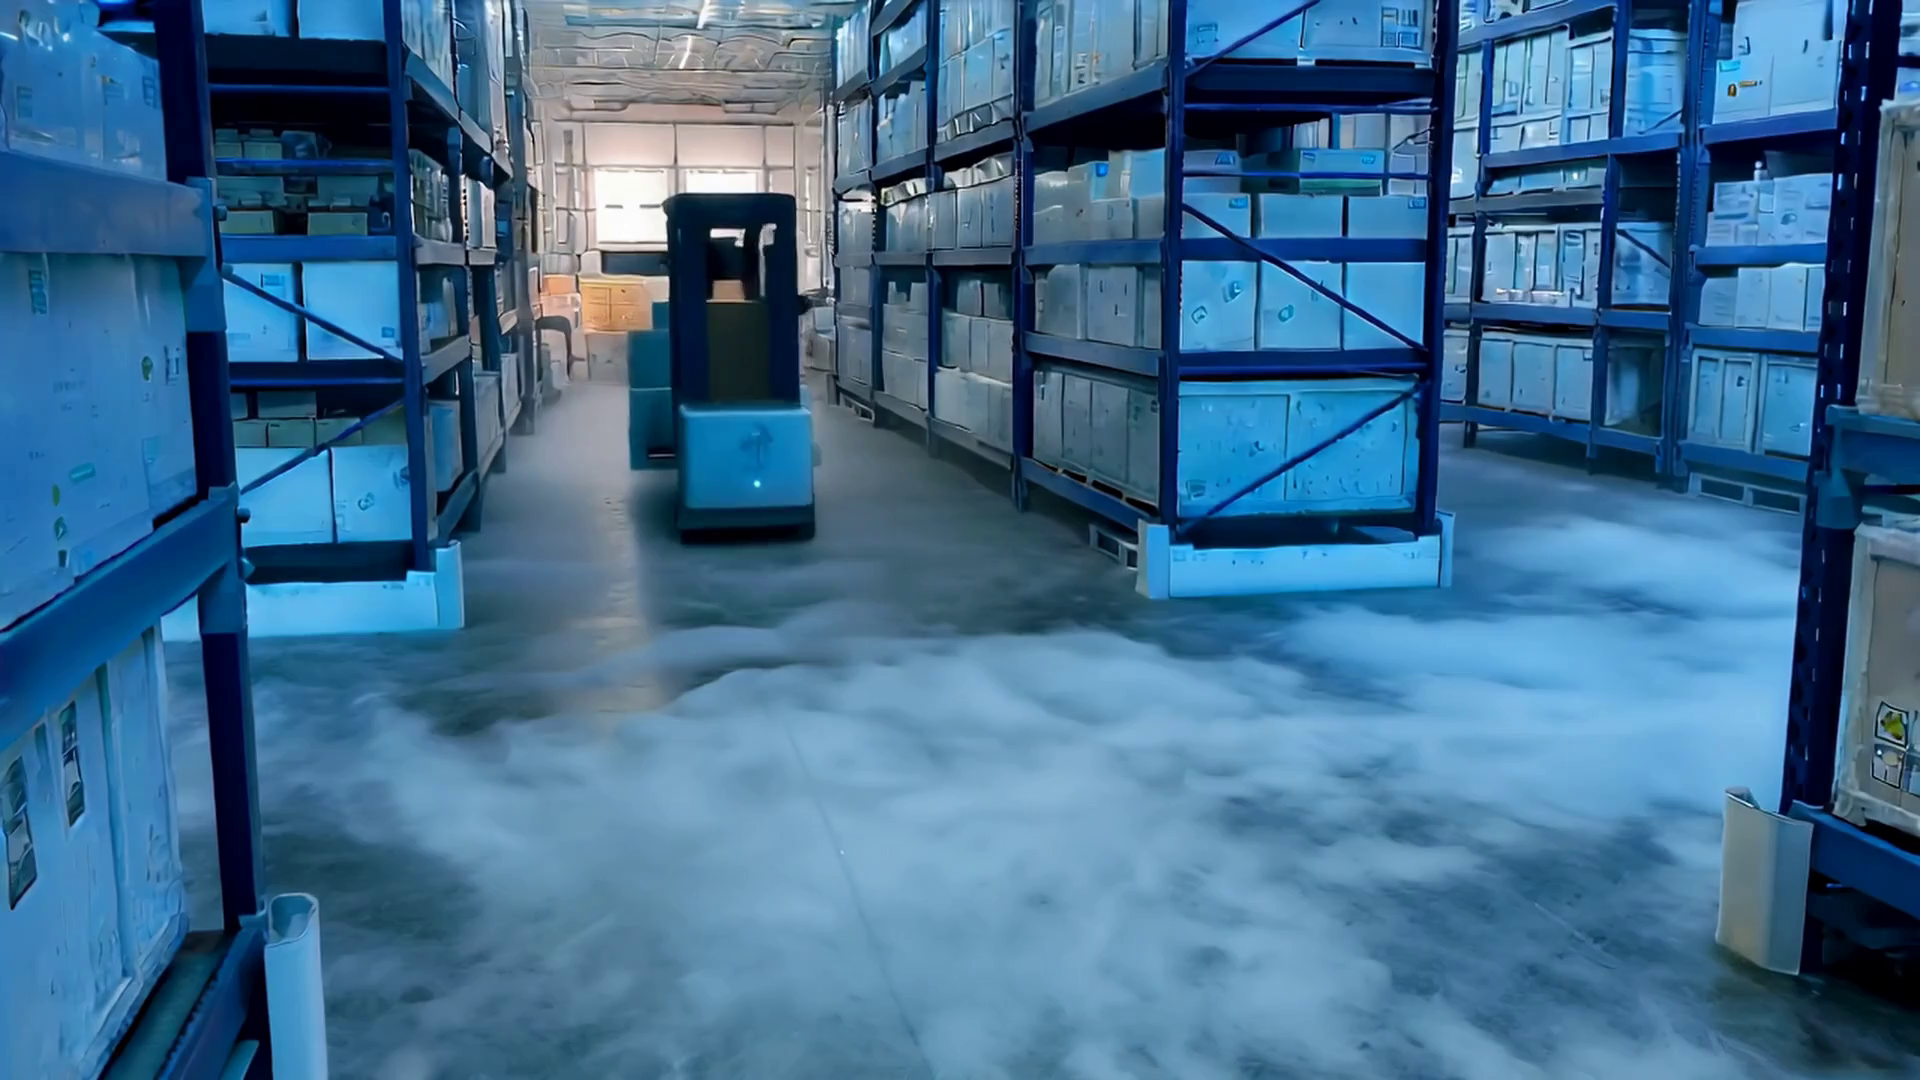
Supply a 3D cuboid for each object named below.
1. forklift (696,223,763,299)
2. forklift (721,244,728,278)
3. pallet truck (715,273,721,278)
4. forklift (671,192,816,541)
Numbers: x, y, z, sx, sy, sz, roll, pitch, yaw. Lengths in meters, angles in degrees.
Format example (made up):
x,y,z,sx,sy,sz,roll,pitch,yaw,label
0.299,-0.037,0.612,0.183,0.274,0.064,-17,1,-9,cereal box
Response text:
x,y,z,sx,sy,sz,roll,pitch,yaw,label
-3.090,-2.857,22.239,1.129,2.768,1.873,-7,12,-36,forklift
-6.612,-6.479,44.317,1.129,2.768,1.873,-2,10,-12,forklift
-8.580,-8.986,62.280,1.885,1.965,0.823,1,9,5,pallet truck
-1.856,-1.494,13.928,1.129,2.768,1.873,-2,10,-12,forklift
